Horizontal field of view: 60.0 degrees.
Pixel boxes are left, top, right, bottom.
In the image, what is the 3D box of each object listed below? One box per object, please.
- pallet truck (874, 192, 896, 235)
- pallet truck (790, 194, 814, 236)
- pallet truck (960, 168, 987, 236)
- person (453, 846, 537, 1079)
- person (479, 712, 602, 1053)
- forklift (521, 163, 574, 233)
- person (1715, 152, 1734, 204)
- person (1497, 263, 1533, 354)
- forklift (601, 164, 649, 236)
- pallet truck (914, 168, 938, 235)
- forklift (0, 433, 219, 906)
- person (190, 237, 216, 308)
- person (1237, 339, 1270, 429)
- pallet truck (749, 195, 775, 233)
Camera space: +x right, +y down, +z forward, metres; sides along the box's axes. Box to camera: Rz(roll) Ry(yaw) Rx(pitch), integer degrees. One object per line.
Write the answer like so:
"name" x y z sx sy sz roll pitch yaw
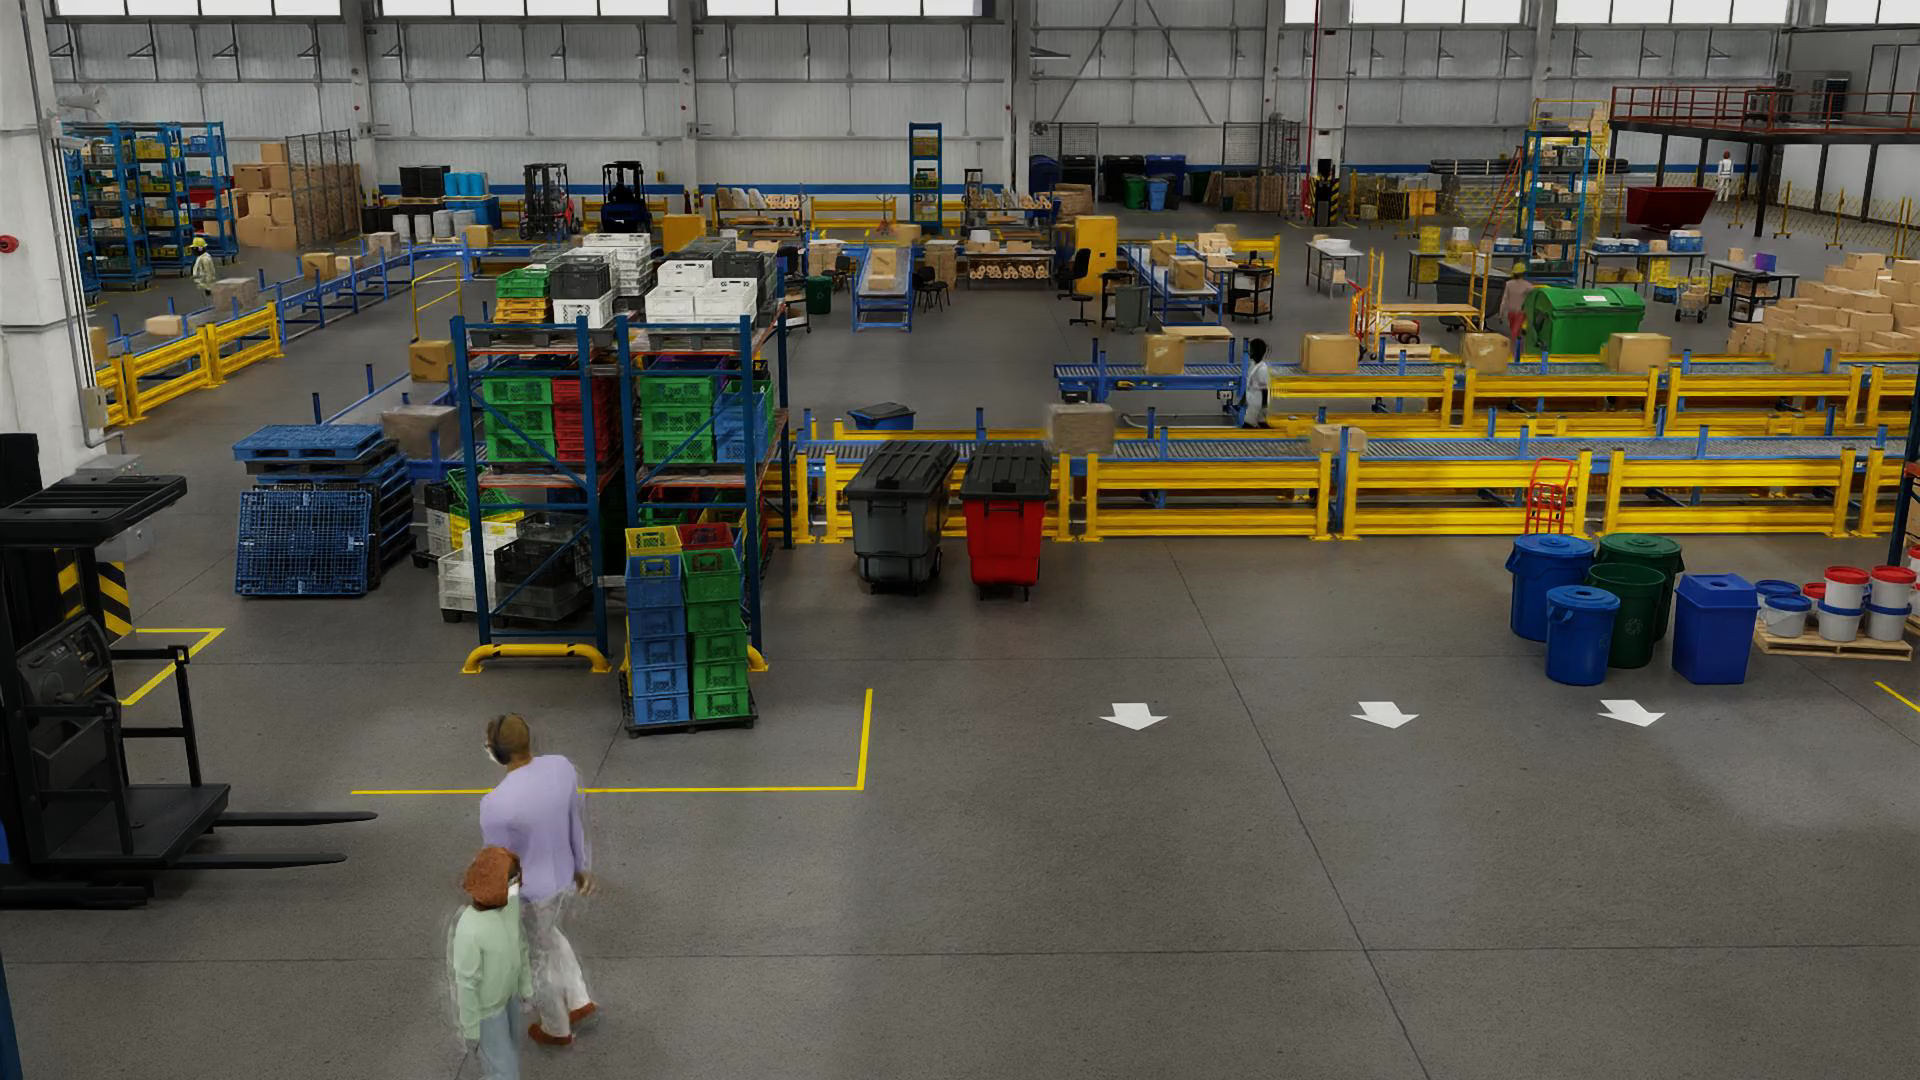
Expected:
"pallet truck" -2.277 -9.986 50.594 0.653 1.274 1.630 0 16 -1
"pallet truck" -4.814 -9.883 50.259 0.704 1.261 1.522 -1 16 -3
"pallet truck" 0.383 -10.230 50.206 0.823 1.965 1.885 -1 16 -3
"person" -2.172 2.175 7.761 0.369 1.618 0.496 3 16 11
"person" -2.210 1.786 8.579 0.428 1.917 0.650 8 18 26
"forklift" -12.233 -10.122 49.298 1.157 1.987 2.680 0 16 -1
"person" 28.120 -13.327 61.180 0.575 1.882 0.355 -1 16 -4
"person" 9.551 -3.909 28.710 0.865 1.729 0.525 -12 20 -36
"forklift" -9.948 -10.127 49.296 1.157 1.987 2.680 -1 16 -3
"pallet truck" -0.989 -10.316 50.507 0.823 1.965 1.885 1 16 3
"forklift" -5.952 0.780 10.366 1.873 2.768 1.129 0 16 -1
"person" -14.492 -4.886 31.924 0.403 1.830 0.601 -9 18 -29
"person" 3.734 -1.762 21.379 0.866 1.654 0.542 1 16 3
"pallet truck" -6.051 -9.967 50.660 0.680 1.201 1.601 0 16 -1
